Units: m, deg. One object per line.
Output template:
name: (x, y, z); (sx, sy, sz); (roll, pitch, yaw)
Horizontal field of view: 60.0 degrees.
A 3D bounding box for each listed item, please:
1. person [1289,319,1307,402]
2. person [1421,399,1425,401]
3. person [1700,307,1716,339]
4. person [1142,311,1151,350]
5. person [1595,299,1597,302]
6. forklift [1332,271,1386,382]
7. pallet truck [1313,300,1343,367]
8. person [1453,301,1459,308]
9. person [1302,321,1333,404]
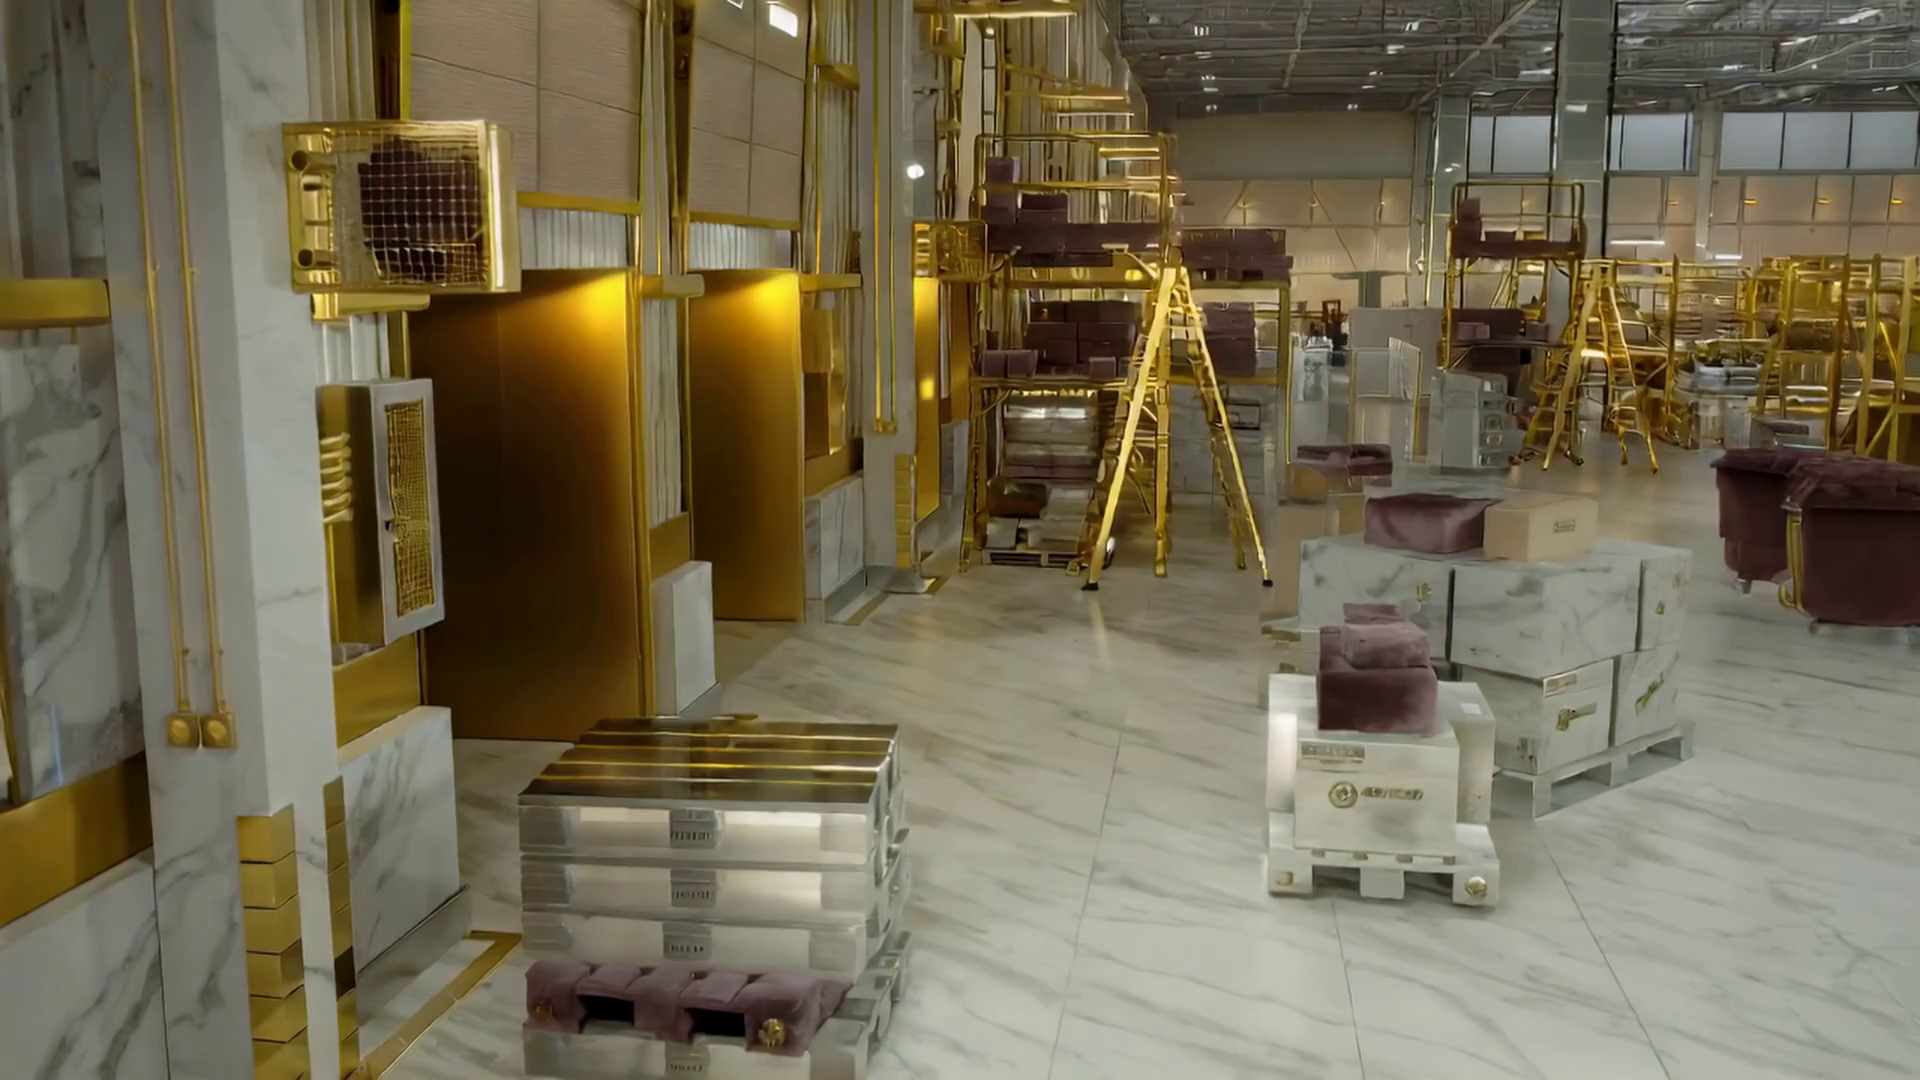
person: (6.888, -3.624, 34.303); (0.516, 1.843, 0.325); (-1, 9, -7)
person: (10.322, -3.897, 36.405); (0.839, 1.708, 0.486); (-4, 10, -24)
person: (18.710, -4.874, 41.721); (0.372, 1.940, 0.631); (8, 12, 39)
person: (5.483, -6.032, 49.786); (0.514, 1.639, 0.309); (2, 9, 10)
person: (21.921, -7.423, 57.562); (0.568, 1.902, 0.831); (0, 9, 3)
forklift: (10.454, -5.399, 42.066); (1.873, 2.768, 1.129); (1, 9, 9)
pallet truck: (11.159, -6.200, 49.718); (0.823, 1.965, 1.885); (4, 10, 26)
person: (14.994, -6.284, 50.485); (0.627, 1.912, 0.691); (-3, 10, -18)
person: (7.020, -3.351, 32.595); (0.631, 1.847, 0.721); (-1, 9, -5)
